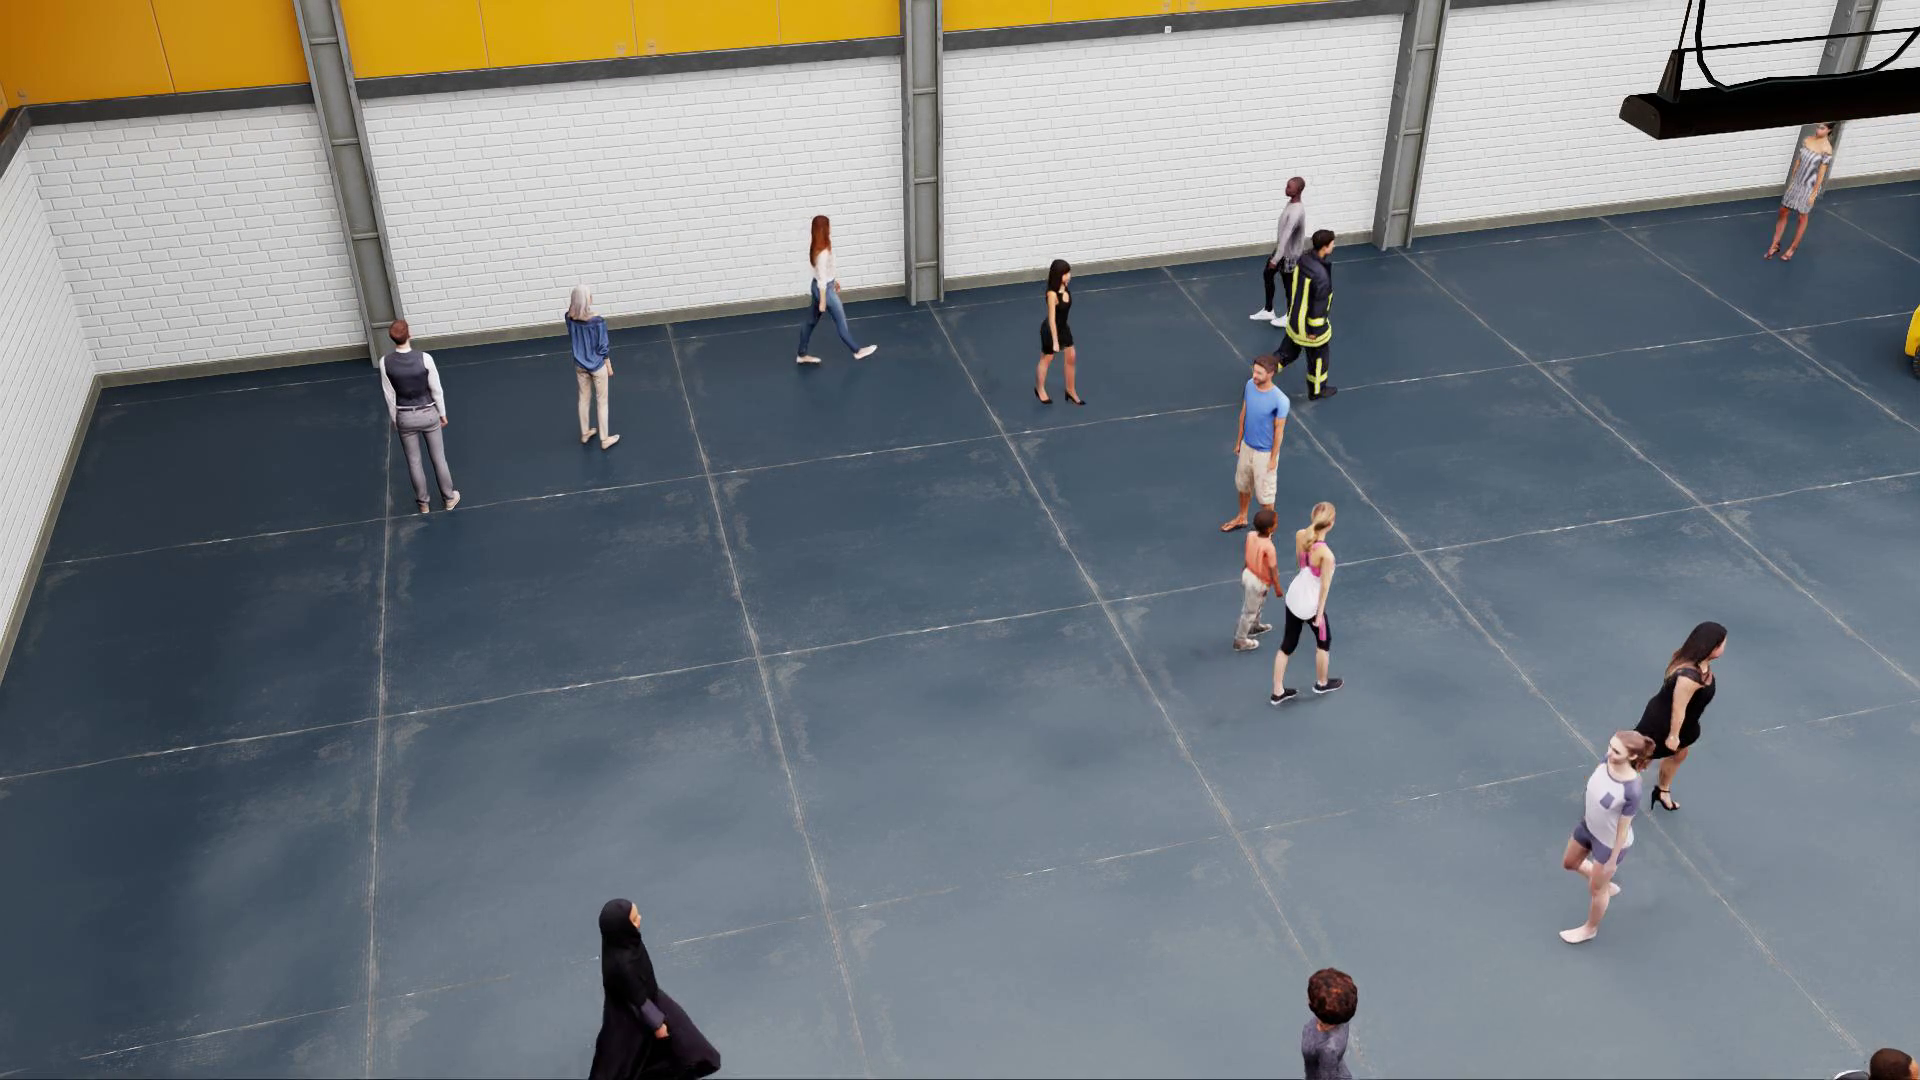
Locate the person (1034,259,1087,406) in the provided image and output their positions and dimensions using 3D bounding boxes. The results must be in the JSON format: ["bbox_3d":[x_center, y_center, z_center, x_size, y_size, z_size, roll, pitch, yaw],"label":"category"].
[{"bbox_3d":[0.891,-2.115,16.923,0.917,1.627,0.853,17,37,24],"label":"person"}]

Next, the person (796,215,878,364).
[{"bbox_3d":[-1.532,-2.609,17.614,1.090,1.687,0.602,-10,35,-14],"label":"person"}]

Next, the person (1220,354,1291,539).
[{"bbox_3d":[2.666,-0.825,14.771,0.693,1.863,0.724,-23,40,-30],"label":"person"}]

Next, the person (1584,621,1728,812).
[{"bbox_3d":[4.915,1.305,11.742,1.012,1.668,0.948,21,39,28],"label":"person"}]

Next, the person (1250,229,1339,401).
[{"bbox_3d":[3.457,-2.260,16.897,1.143,1.899,0.771,-9,35,-14],"label":"person"}]

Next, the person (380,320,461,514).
[{"bbox_3d":[-4.945,-1.132,15.165,0.507,1.938,0.718,-7,34,-10],"label":"person"}]

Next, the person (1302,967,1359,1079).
[{"bbox_3d":[2.082,3.037,9.117,1.033,1.690,0.883,7,34,11],"label":"person"}]

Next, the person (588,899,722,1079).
[{"bbox_3d":[-1.985,2.721,9.666,1.140,1.608,0.701,-4,34,-6],"label":"person"}]

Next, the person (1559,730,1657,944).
[{"bbox_3d":[4.250,1.903,10.762,0.696,1.757,0.594,-7,34,-10],"label":"person"}]

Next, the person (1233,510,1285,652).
[{"bbox_3d":[2.355,0.348,13.519,0.654,1.295,0.514,-10,35,-15],"label":"person"}]

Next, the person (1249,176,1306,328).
[{"bbox_3d":[3.714,-3.162,18.380,0.805,1.760,0.706,-1,34,-2],"label":"person"}]

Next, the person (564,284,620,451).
[{"bbox_3d":[-3.609,-1.707,16.251,0.708,1.693,0.782,14,36,20],"label":"person"}]

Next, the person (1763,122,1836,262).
[{"bbox_3d":[10.168,-4.203,19.897,0.698,1.814,0.689,-14,36,-21],"label":"person"}]

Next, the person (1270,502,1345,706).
[{"bbox_3d":[2.590,0.535,12.821,0.946,1.757,0.768,-20,38,-27],"label":"person"}]
